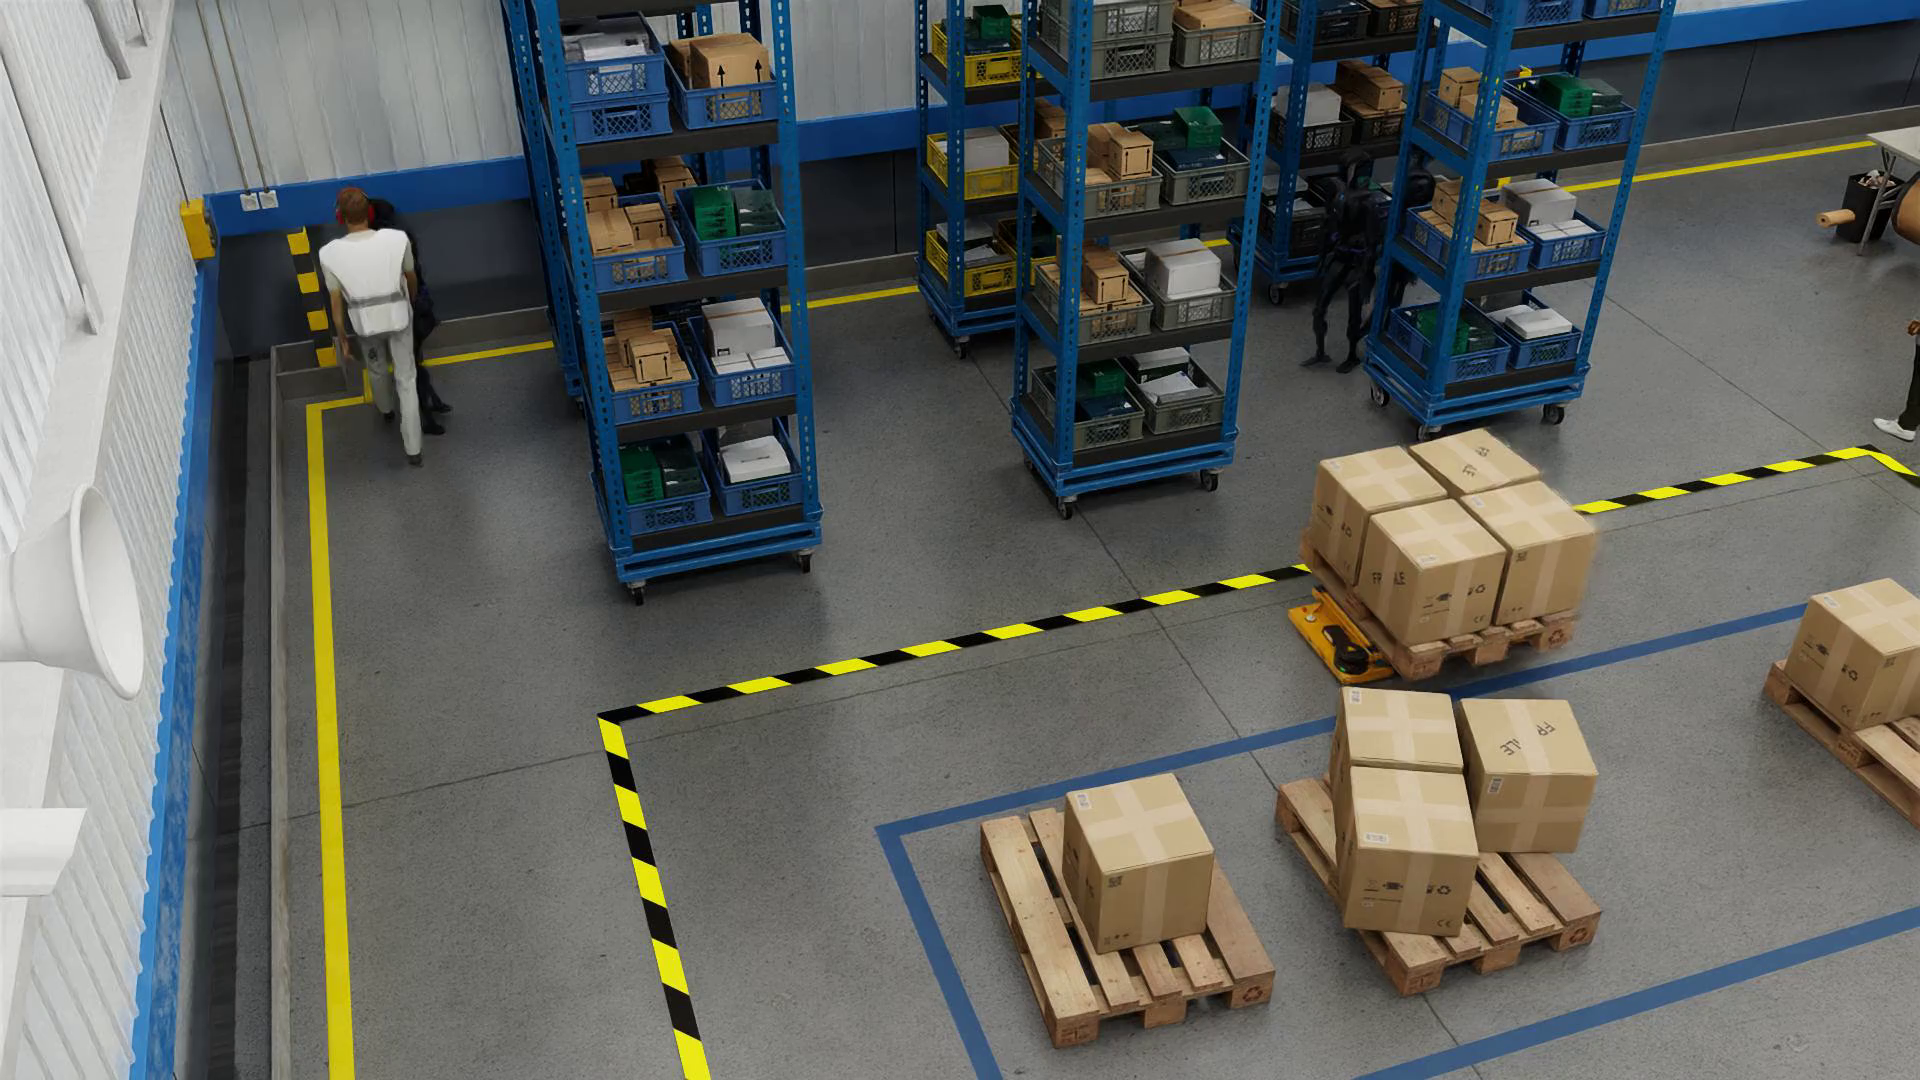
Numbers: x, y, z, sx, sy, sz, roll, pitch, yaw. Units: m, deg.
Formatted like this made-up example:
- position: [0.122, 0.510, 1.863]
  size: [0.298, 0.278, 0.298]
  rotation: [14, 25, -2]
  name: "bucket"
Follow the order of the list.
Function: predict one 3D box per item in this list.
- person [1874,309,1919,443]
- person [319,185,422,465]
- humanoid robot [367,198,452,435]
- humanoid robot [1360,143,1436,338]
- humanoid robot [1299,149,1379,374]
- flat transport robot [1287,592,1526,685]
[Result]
- position: [6.443, -1.512, 10.825]
  size: [0.597, 1.850, 0.395]
  rotation: [-11, 37, -15]
  name: "person"
- position: [-3.752, -1.430, 10.763]
  size: [0.554, 1.787, 0.948]
  rotation: [-11, 37, -15]
  name: "person"
- position: [-3.641, -1.444, 10.887]
  size: [0.342, 1.648, 0.589]
  rotation: [11, 37, 15]
  name: "humanoid robot"
- position: [3.129, -2.121, 11.843]
  size: [0.358, 1.643, 0.607]
  rotation: [1, 35, 2]
  name: "humanoid robot"
- position: [2.685, -1.913, 11.551]
  size: [0.471, 1.642, 0.595]
  rotation: [-18, 39, -24]
  name: "humanoid robot"
- position: [2.658, 0.415, 9.444]
  size: [1.431, 0.197, 0.652]
  rotation: [-11, 37, -15]
  name: "flat transport robot"
